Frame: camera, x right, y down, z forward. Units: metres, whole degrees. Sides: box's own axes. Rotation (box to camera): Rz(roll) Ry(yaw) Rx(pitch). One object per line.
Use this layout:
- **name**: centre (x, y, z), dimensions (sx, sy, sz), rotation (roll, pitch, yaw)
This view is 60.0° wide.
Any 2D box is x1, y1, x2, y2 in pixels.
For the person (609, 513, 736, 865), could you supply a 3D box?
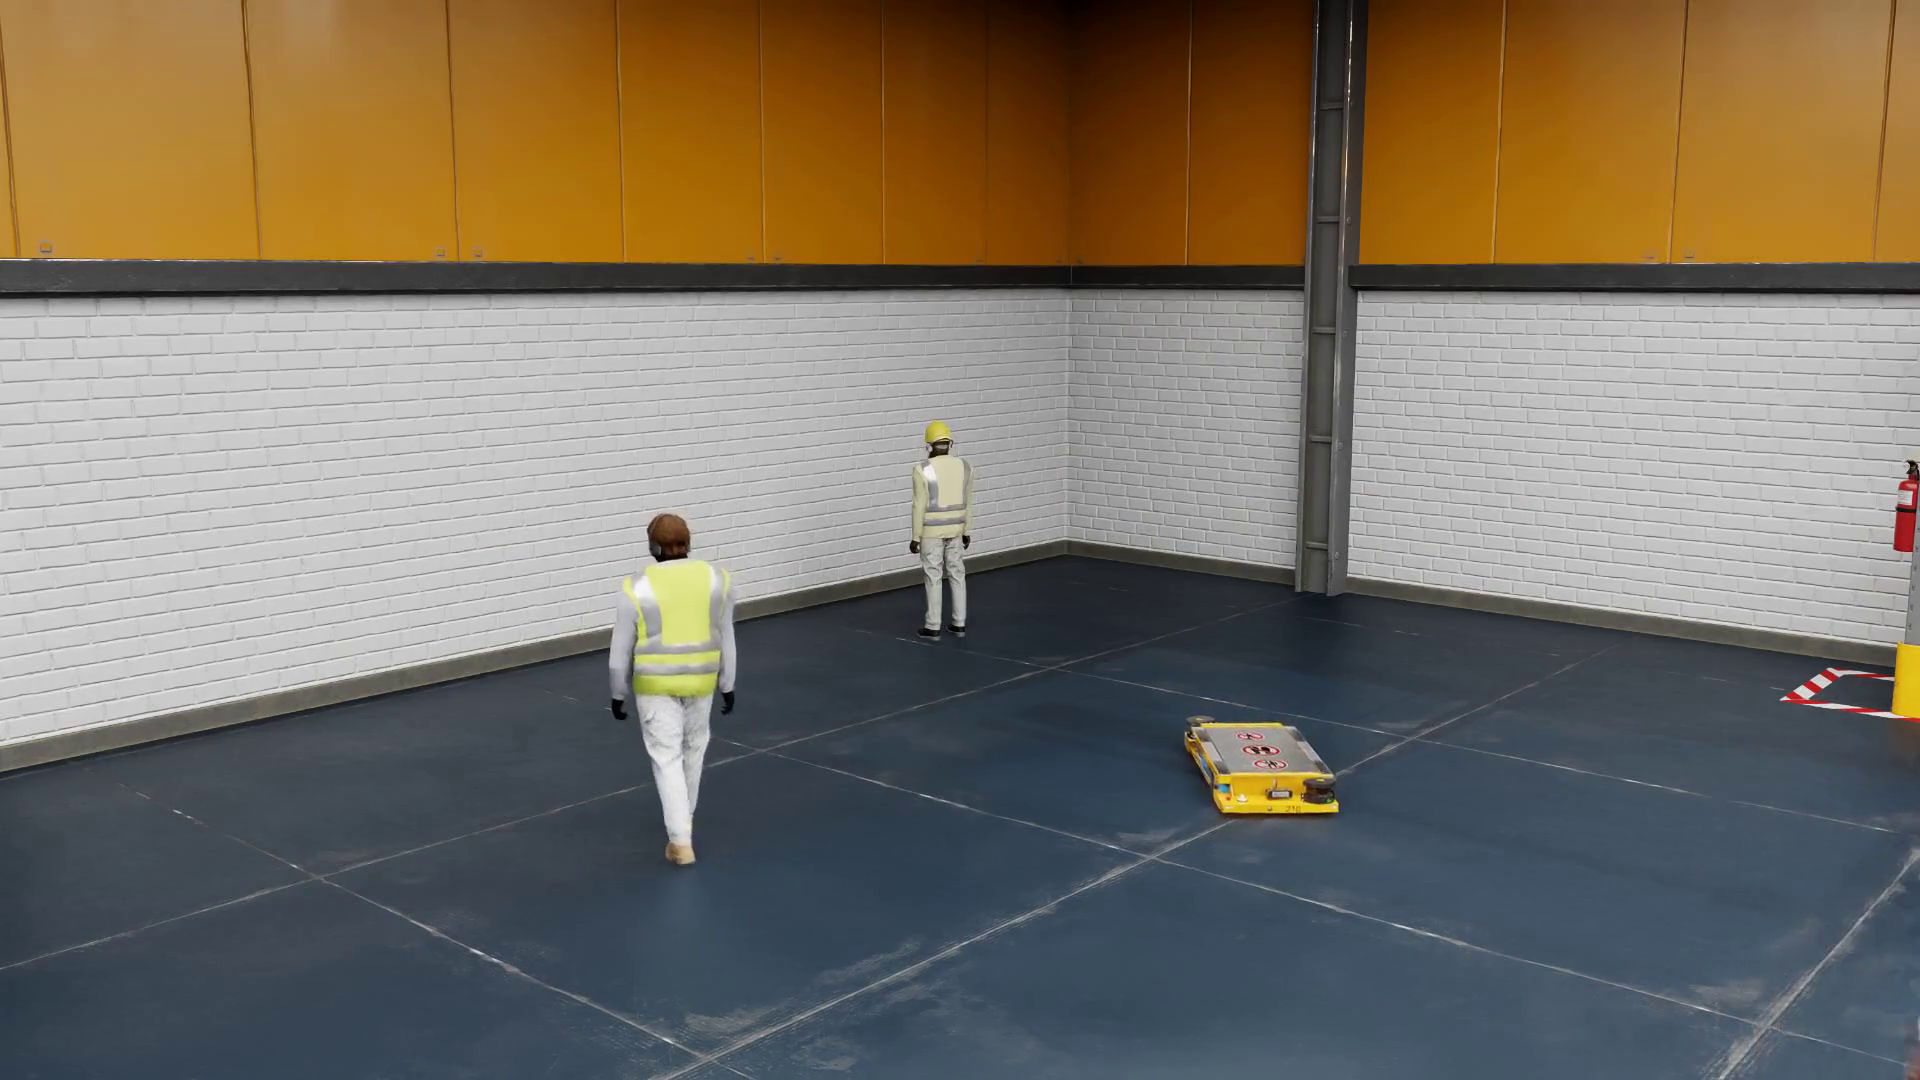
- **person**: centre (-1.509, 0.755, 8.712), dimensions (0.647, 1.822, 0.715), rotation (-5, 10, -27)

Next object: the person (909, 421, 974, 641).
- **person**: centre (-0.167, -0.079, 13.872), dimensions (0.600, 1.827, 0.403), rotation (-6, 11, -33)

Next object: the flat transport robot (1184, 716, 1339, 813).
- **flat transport robot**: centre (1.771, 1.325, 9.935), dimensions (0.652, 0.197, 1.431), rotation (0, 9, -1)

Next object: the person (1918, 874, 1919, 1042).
- **person**: centre (2.711, 1.389, 4.506), dimensions (0.822, 1.883, 0.650), rotation (4, 10, 21)
